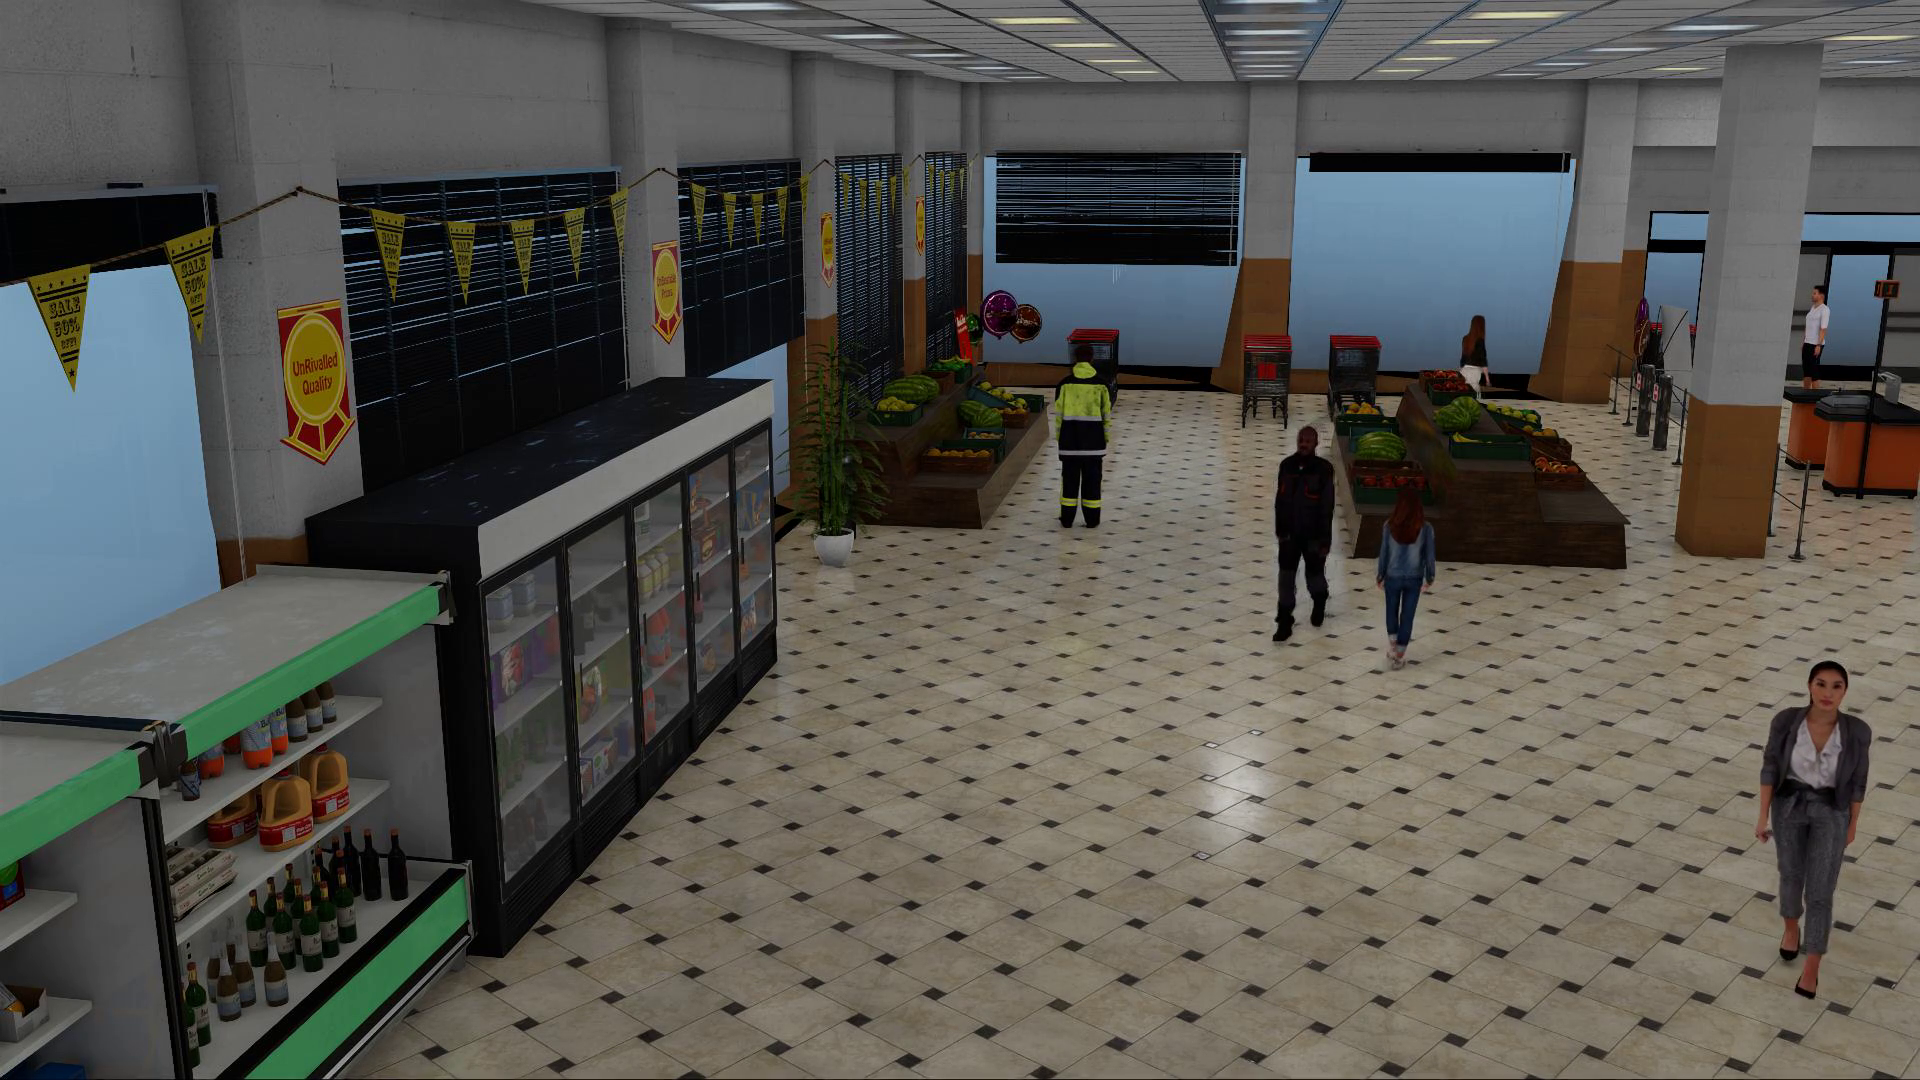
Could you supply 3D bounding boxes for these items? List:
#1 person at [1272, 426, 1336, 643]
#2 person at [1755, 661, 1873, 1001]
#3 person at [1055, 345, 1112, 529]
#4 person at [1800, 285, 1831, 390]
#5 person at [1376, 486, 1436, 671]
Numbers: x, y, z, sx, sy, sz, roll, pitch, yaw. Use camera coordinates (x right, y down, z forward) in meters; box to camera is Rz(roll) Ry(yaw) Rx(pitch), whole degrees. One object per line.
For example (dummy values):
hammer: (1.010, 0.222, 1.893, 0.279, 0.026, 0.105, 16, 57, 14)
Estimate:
person: (2.944, -0.086, 14.069, 0.943, 1.809, 1.273, 7, 15, 27)
person: (4.255, 1.392, 8.336, 0.877, 1.638, 1.110, 9, 16, 33)
person: (1.318, -1.126, 17.990, 0.783, 1.980, 0.663, 1, 14, 4)
person: (13.647, -3.143, 26.580, 0.773, 1.852, 0.559, 0, 14, 0)
person: (3.498, 0.317, 13.128, 0.631, 1.467, 0.614, 5, 14, 19)
